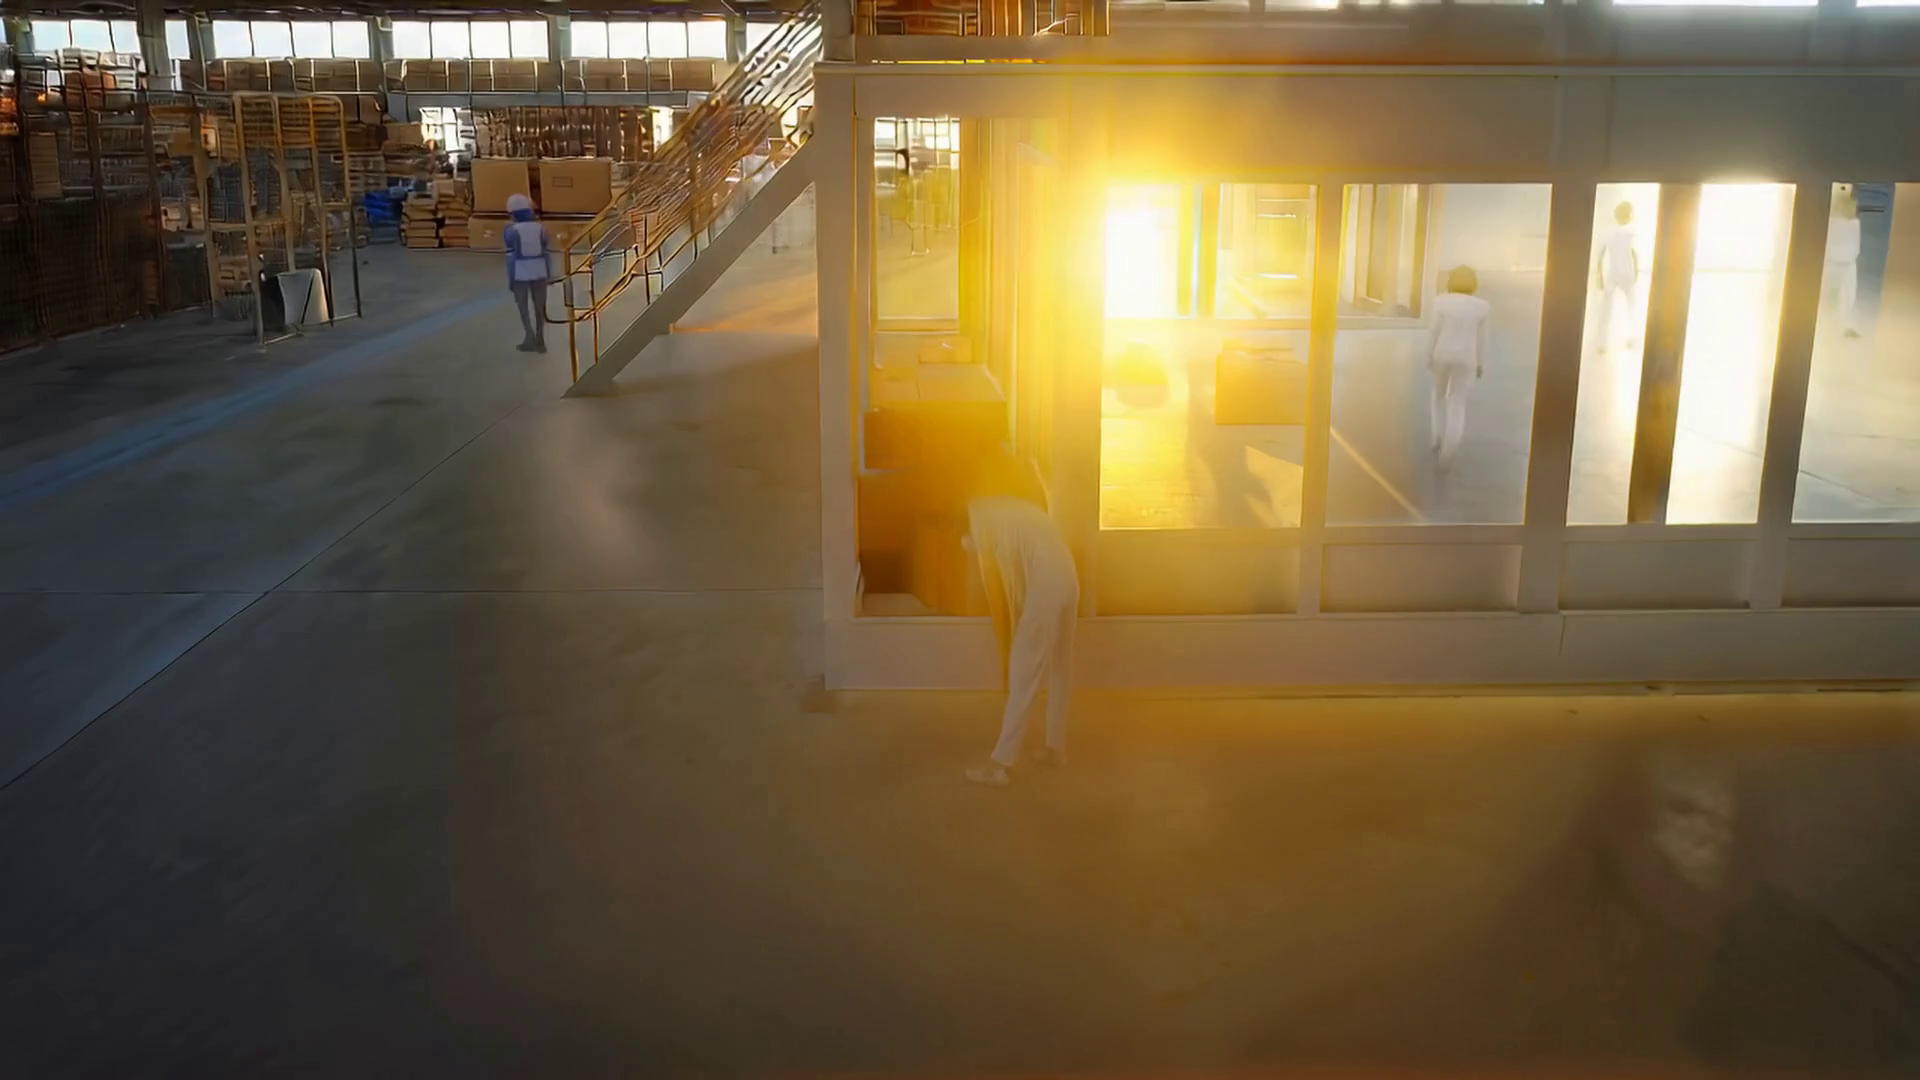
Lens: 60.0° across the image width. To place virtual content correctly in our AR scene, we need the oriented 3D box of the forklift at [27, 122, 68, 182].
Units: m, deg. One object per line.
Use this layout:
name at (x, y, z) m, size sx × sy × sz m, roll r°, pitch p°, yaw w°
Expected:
forklift at (-35.376, -14.773, 64.377) m, size 1.129 × 2.768 × 1.873 m, roll -1°, pitch 14°, yaw -2°

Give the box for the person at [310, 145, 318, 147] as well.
person at (-36.309, -21.536, 93.550) m, size 0.632 × 1.830 × 0.429 m, roll 2°, pitch 14°, yaw 9°

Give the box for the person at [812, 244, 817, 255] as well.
person at (-2.653, -6.588, 33.725) m, size 0.610 × 1.864 × 0.602 m, roll -1°, pitch 14°, yaw -4°

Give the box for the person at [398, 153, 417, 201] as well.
person at (-19.833, -13.079, 59.939) m, size 0.877 × 1.717 × 0.547 m, roll -7°, pitch 16°, yaw -27°

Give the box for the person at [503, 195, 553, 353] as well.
person at (-5.201, -3.213, 20.143) m, size 0.666 × 1.907 × 0.591 m, roll -10°, pitch 17°, yaw -34°

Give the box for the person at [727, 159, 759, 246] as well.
person at (-5.021, -7.728, 38.032) m, size 1.034 × 1.979 × 0.602 m, roll 7°, pitch 16°, yaw 27°

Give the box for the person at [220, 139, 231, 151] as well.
person at (-37.576, -19.509, 85.131) m, size 0.623 × 1.975 × 0.507 m, roll -8°, pitch 16°, yaw -28°
